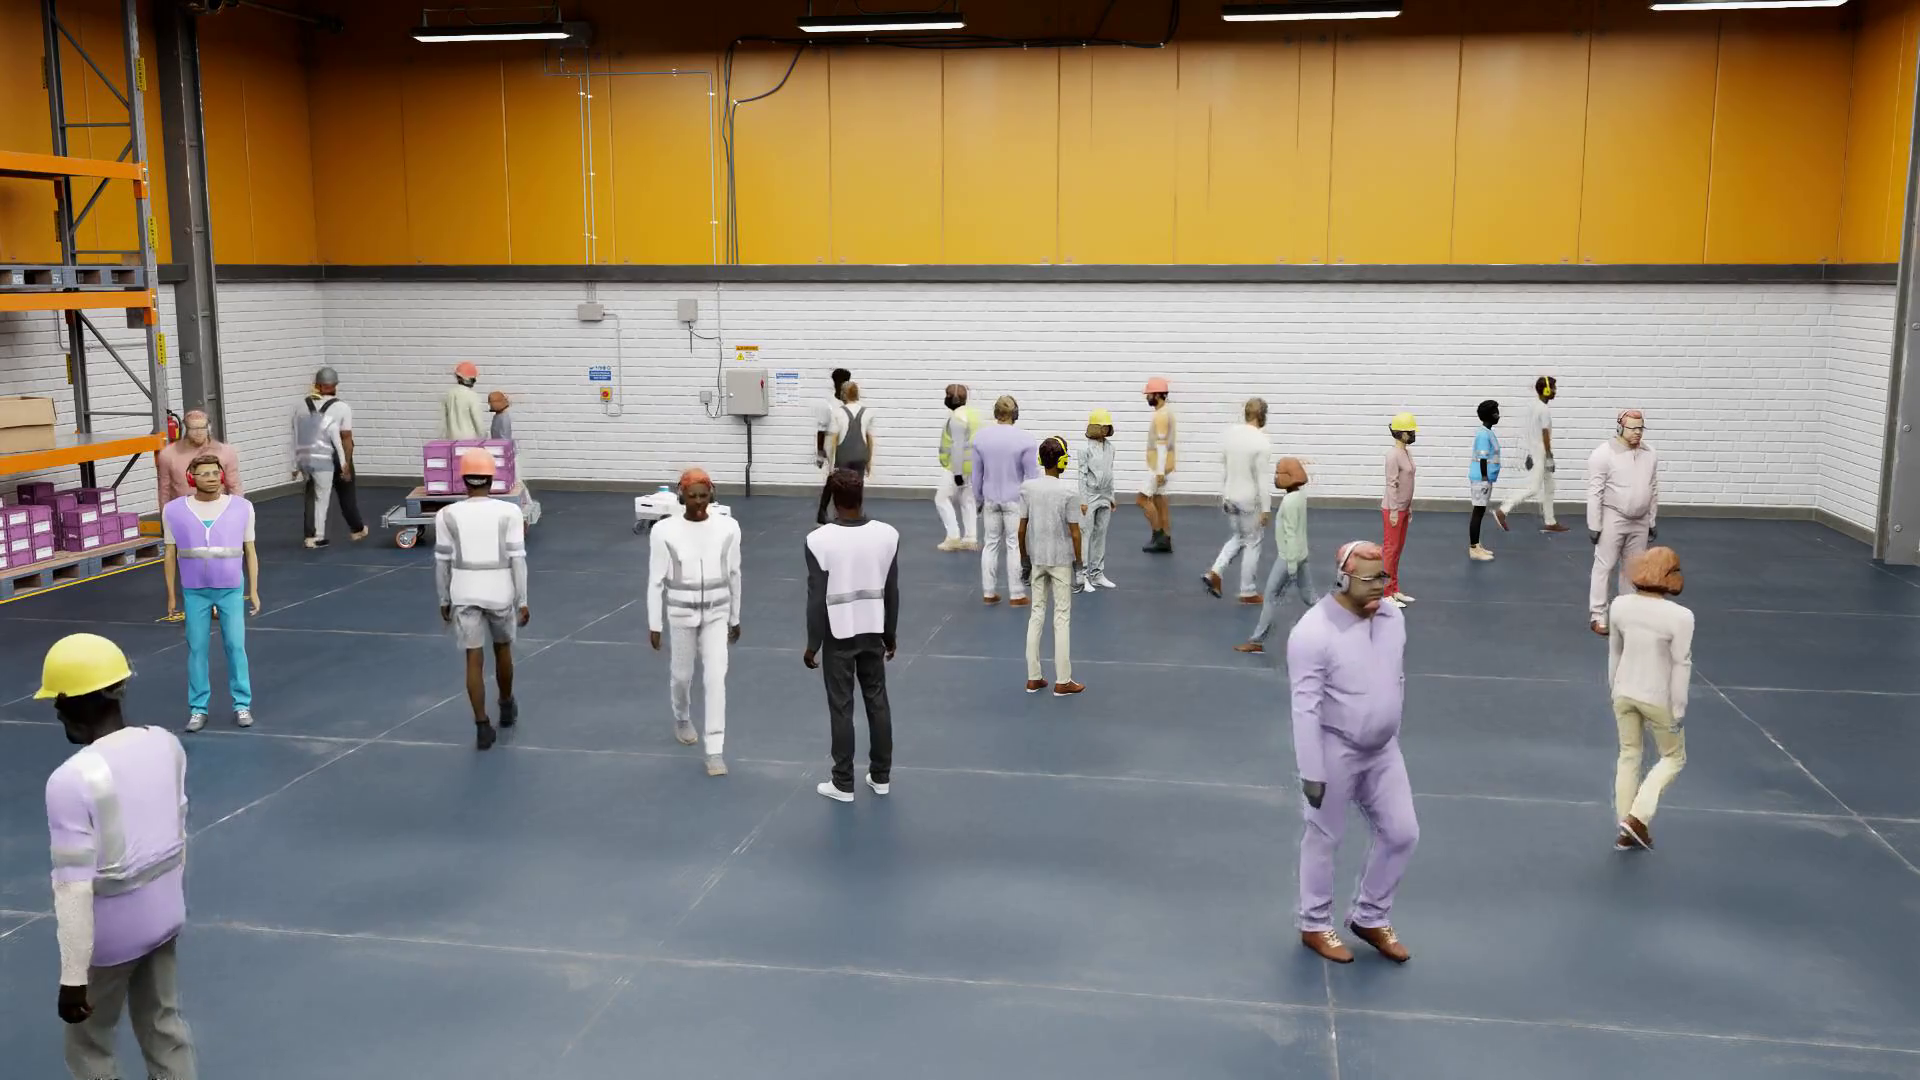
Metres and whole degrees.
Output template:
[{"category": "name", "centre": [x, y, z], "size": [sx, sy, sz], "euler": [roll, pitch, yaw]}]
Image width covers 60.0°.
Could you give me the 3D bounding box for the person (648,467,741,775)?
[{"category": "person", "centre": [-1.649, 0.458, 10.336], "size": [0.587, 1.850, 0.940], "euler": [-3, 10, -18]}]

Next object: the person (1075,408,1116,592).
[{"category": "person", "centre": [1.316, -0.387, 15.885], "size": [0.483, 1.745, 0.301], "euler": [-9, 12, -43]}]

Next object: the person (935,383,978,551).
[{"category": "person", "centre": [-0.046, -0.787, 18.094], "size": [0.551, 1.828, 0.622], "euler": [3, 10, 18]}]

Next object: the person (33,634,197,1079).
[{"category": "person", "centre": [-2.720, 1.233, 5.328], "size": [0.501, 1.912, 0.642], "euler": [2, 9, 11]}]

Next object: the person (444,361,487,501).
[{"category": "person", "centre": [-6.079, -1.221, 20.468], "size": [0.630, 1.961, 0.798], "euler": [7, 11, 37]}]

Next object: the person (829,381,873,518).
[{"category": "person", "centre": [-1.218, -0.863, 18.606], "size": [0.534, 1.817, 0.417], "euler": [-3, 10, -18]}]

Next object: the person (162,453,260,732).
[{"category": "person", "centre": [-4.965, 0.338, 11.057], "size": [0.569, 1.848, 0.378], "euler": [-4, 10, -21]}]

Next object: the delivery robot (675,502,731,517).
[{"category": "delivery robot", "centre": [-2.892, -0.297, 18.717], "size": [0.477, 0.478, 0.707], "euler": [-8, 12, -41]}]

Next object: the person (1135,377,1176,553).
[{"category": "person", "centre": [2.100, -0.798, 17.901], "size": [0.474, 1.912, 0.572], "euler": [2, 9, 12]}]

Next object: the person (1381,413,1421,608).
[{"category": "person", "centre": [4.007, -0.277, 15.141], "size": [0.315, 1.769, 0.525], "euler": [5, 10, 29]}]

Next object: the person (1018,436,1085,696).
[{"category": "person", "centre": [0.664, 0.184, 11.953], "size": [0.531, 1.870, 0.317], "euler": [6, 11, 31]}]

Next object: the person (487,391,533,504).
[{"category": "person", "centre": [-5.588, -1.015, 20.257], "size": [0.856, 1.586, 0.510], "euler": [-6, 11, -33]}]

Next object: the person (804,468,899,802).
[{"category": "person", "centre": [-0.614, 0.548, 9.563], "size": [0.590, 1.914, 0.386], "euler": [-5, 11, -30]}]

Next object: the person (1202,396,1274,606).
[{"category": "person", "centre": [2.551, -0.339, 15.059], "size": [0.548, 1.918, 0.666], "euler": [-5, 11, -30]}]

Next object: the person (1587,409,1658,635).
[{"category": "person", "centre": [5.565, -0.148, 13.931], "size": [0.643, 1.900, 0.404], "euler": [-3, 10, -16]}]

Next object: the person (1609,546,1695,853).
[{"category": "person", "centre": [3.571, 0.837, 8.659], "size": [0.379, 1.623, 0.501], "euler": [-6, 11, -34]}]

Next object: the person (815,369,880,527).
[{"category": "person", "centre": [-1.336, -1.050, 19.477], "size": [0.994, 1.899, 0.601], "euler": [6, 11, 31]}]

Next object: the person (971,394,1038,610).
[{"category": "person", "centre": [0.409, -0.341, 15.002], "size": [0.636, 1.937, 0.355], "euler": [4, 10, 26]}]

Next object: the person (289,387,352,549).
[{"category": "person", "centre": [-7.074, -0.807, 18.355], "size": [0.632, 1.793, 0.522], "euler": [3, 10, 19]}]

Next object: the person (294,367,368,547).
[{"category": "person", "centre": [-7.022, -0.955, 18.492], "size": [0.688, 2.000, 1.024], "euler": [1, 9, 6]}]

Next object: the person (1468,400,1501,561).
[{"category": "person", "centre": [5.537, -0.634, 17.564], "size": [0.321, 1.697, 0.530], "euler": [3, 10, 18]}]

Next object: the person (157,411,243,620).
[{"category": "person", "centre": [-6.469, -0.171, 14.227], "size": [0.653, 1.850, 1.000], "euler": [-5, 10, -28]}]

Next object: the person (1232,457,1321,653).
[{"category": "person", "centre": [2.645, 0.137, 13.139], "size": [0.870, 1.597, 0.514], "euler": [4, 10, 24]}]

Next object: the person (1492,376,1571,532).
[{"category": "person", "centre": [6.693, -0.993, 19.360], "size": [0.846, 1.843, 0.521], "euler": [2, 9, 11]}]

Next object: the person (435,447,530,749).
[{"category": "person", "centre": [-3.103, 0.345, 10.848], "size": [0.575, 1.900, 0.902], "euler": [-2, 9, -12]}]

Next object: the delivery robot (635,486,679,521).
[{"category": "delivery robot", "centre": [-3.418, -0.381, 19.240], "size": [0.707, 0.478, 0.477], "euler": [6, 11, 32]}]

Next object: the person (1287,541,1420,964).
[{"category": "person", "centre": [1.734, 0.937, 7.217], "size": [0.688, 1.885, 0.593], "euler": [-5, 11, -30]}]
